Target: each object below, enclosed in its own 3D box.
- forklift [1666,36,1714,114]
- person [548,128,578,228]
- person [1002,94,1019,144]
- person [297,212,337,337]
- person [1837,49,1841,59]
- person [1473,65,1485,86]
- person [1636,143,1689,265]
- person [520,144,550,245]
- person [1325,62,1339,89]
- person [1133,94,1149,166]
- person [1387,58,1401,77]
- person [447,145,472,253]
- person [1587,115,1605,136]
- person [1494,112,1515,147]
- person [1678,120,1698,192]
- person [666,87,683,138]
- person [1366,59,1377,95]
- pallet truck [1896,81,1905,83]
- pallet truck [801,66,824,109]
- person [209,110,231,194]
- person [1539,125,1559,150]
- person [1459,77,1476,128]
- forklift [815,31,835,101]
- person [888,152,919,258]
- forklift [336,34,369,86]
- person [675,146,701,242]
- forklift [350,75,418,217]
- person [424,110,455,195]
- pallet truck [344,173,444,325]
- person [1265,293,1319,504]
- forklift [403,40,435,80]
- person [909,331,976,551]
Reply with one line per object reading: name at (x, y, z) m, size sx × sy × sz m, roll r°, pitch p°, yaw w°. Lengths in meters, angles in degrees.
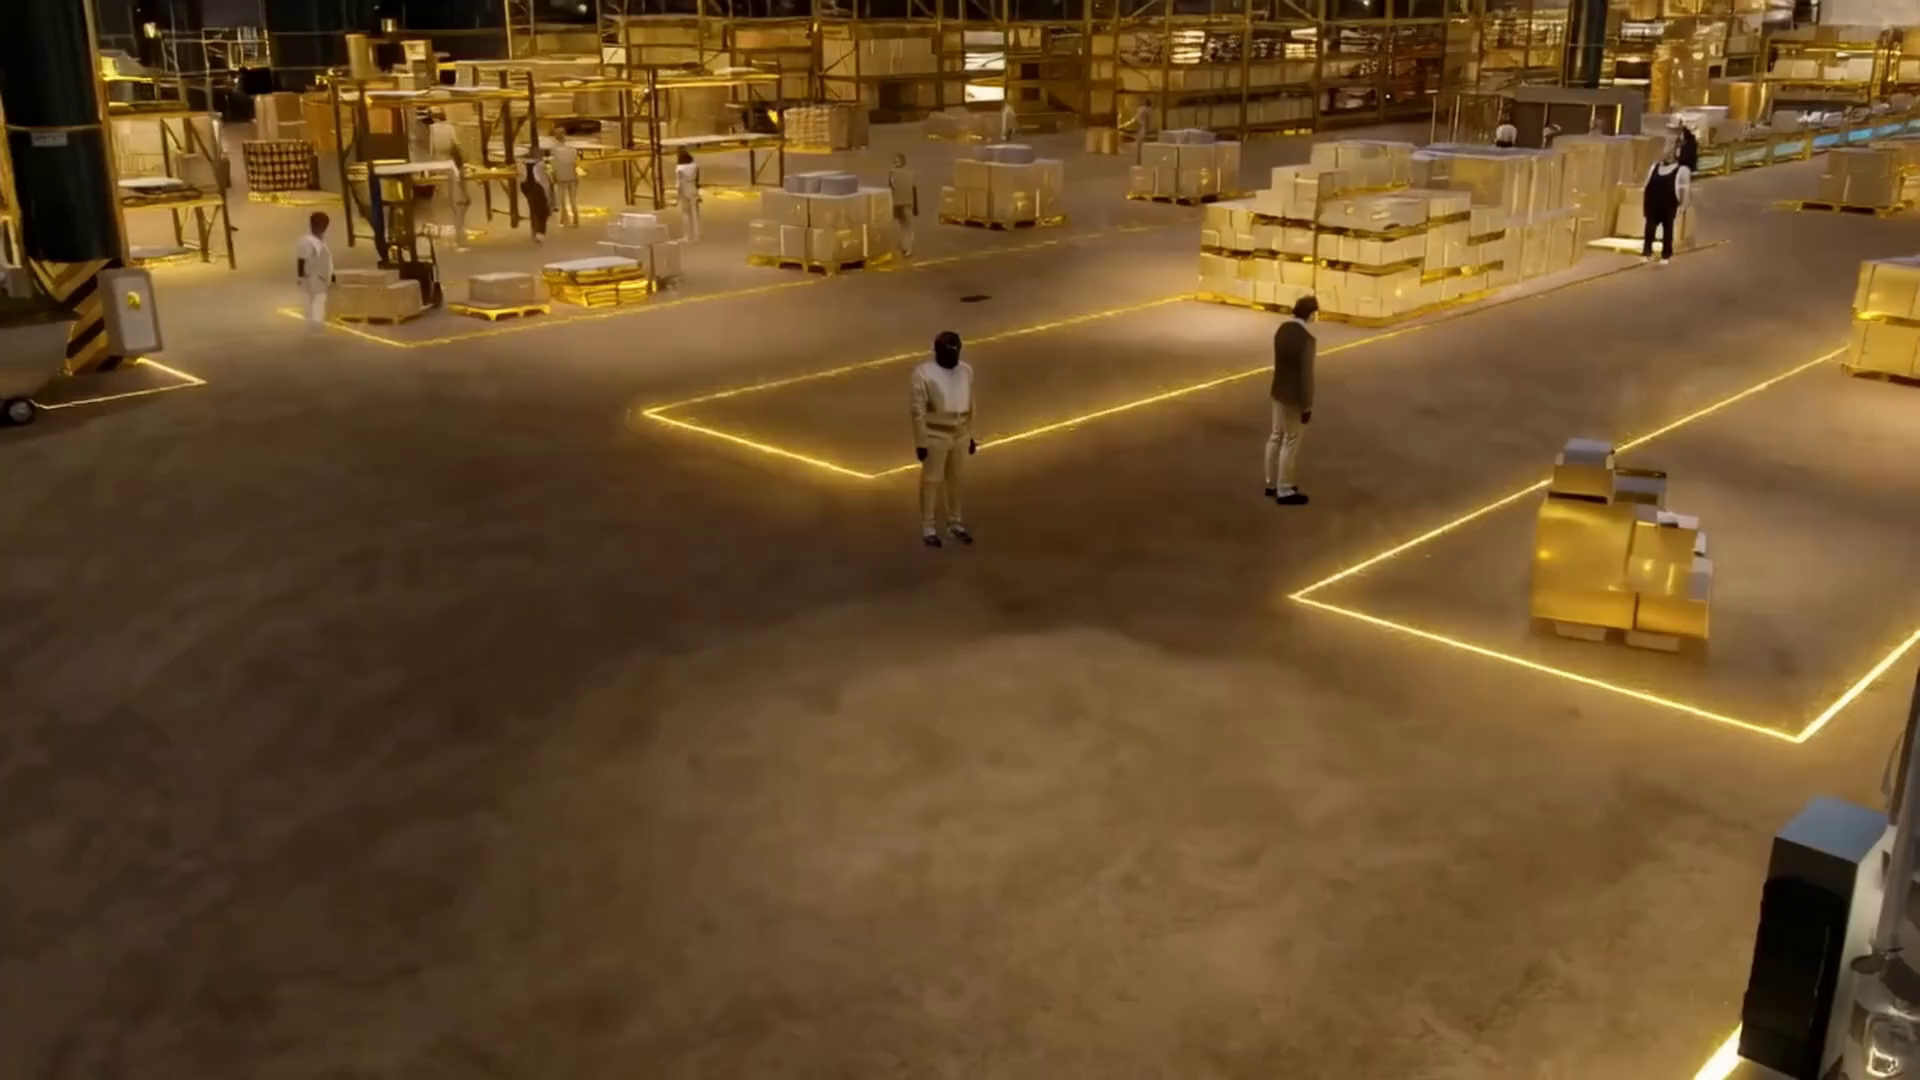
forklift at (27.341, -17.291, 61.877) m, size 1.129 × 2.768 × 1.873 m, roll 17°, pitch 25°, yaw 41°
person at (-7.792, -7.108, 32.691) m, size 0.589 × 1.924 × 0.384 m, roll -13°, pitch 22°, yaw -34°
person at (1.363, -10.727, 43.616) m, size 1.022 × 1.908 × 0.627 m, roll -4°, pitch 19°, yaw -11°
person at (-8.653, -3.576, 22.437) m, size 0.416 × 1.663 × 0.584 m, roll 9°, pitch 20°, yaw 25°
person at (41.233, -22.277, 78.308) m, size 0.405 × 1.987 × 0.608 m, roll 13°, pitch 22°, yaw 34°
person at (20.975, -18.449, 67.353) m, size 0.498 × 1.612 × 0.507 m, roll 16°, pitch 24°, yaw 40°
person at (11.938, -5.712, 28.302) m, size 0.539 × 2.000 × 0.689 m, roll -17°, pitch 25°, yaw -42°
person at (-7.752, -6.304, 30.417) m, size 0.543 × 1.829 × 0.428 m, roll 3°, pitch 19°, yaw 9°
person at (15.805, -19.738, 70.741) m, size 0.649 × 1.926 × 0.505 m, roll 15°, pitch 24°, yaw 38°
person at (4.742, -10.804, 43.884) m, size 0.388 × 1.898 × 0.694 m, roll -9°, pitch 20°, yaw -24°
person at (20.241, -21.804, 77.458) m, size 0.571 × 1.603 × 0.757 m, roll 14°, pitch 23°, yaw 37°
person at (-8.955, -6.072, 29.666) m, size 0.361 × 1.907 × 0.627 m, roll 0°, pitch 18°, yaw -1°
person at (14.201, -8.634, 37.459) m, size 0.620 × 1.808 × 0.545 m, roll -17°, pitch 25°, yaw -42°
person at (13.152, -9.473, 40.187) m, size 0.540 × 1.679 × 0.568 m, roll -3°, pitch 19°, yaw -10°
person at (14.748, -7.519, 33.823) m, size 0.391 × 1.990 × 0.621 m, roll 6°, pitch 19°, yaw 17°
person at (-8.840, -13.209, 51.187) m, size 0.529 × 1.852 × 0.596 m, roll 5°, pitch 19°, yaw 14°
person at (18.331, -20.736, 73.813) m, size 0.983 × 1.892 × 0.560 m, roll -15°, pitch 23°, yaw -37°
pallet truck at (34.802, -16.331, 61.455) m, size 0.653 × 1.274 × 1.630 m, roll 17°, pitch 25°, yaw 41°
pallet truck at (-4.812, -15.182, 56.903) m, size 0.823 × 1.965 × 1.885 m, roll -9°, pitch 21°, yaw -26°
person at (-17.028, -8.917, 38.224) m, size 0.438 × 1.865 × 0.618 m, roll -12°, pitch 22°, yaw -32°
person at (12.664, -8.012, 35.674) m, size 0.622 × 1.743 × 0.556 m, roll -5°, pitch 19°, yaw -16°
person at (17.075, -14.739, 56.057) m, size 0.546 × 1.671 × 0.569 m, roll 5°, pitch 19°, yaw 15°
forklift at (-5.585, -19.756, 69.304) m, size 1.129 × 2.768 × 1.873 m, roll 17°, pitch 25°, yaw 41°
person at (-1.030, -5.899, 29.222) m, size 0.496 × 1.813 × 0.967 m, roll -9°, pitch 21°, yaw -26°
forklift at (-23.470, -18.295, 64.902) m, size 1.129 × 2.768 × 1.873 m, roll 17°, pitch 25°, yaw 41°
person at (-5.063, -6.420, 30.903) m, size 0.487 × 1.744 × 0.294 m, roll -16°, pitch 24°, yaw -39°
forklift at (-12.018, -8.218, 34.542) m, size 1.129 × 2.768 × 1.873 m, roll -5°, pitch 19°, yaw -14°
person at (-11.705, -8.683, 37.464) m, size 0.681 × 1.912 × 0.595 m, roll -3°, pitch 19°, yaw -8°
pallet truck at (-8.209, -4.181, 23.757) m, size 0.823 × 1.965 × 1.885 m, roll 3°, pitch 19°, yaw 9°
person at (3.034, -1.284, 15.151) m, size 0.387 × 1.932 × 0.623 m, roll -5°, pitch 19°, yaw -15°
forklift at (-18.585, -15.791, 57.357) m, size 1.873 × 2.768 × 1.129 m, roll 17°, pitch 24°, yaw 41°
person at (-0.112, -0.843, 13.954) m, size 0.623 × 1.839 × 0.429 m, roll -14°, pitch 23°, yaw -36°
